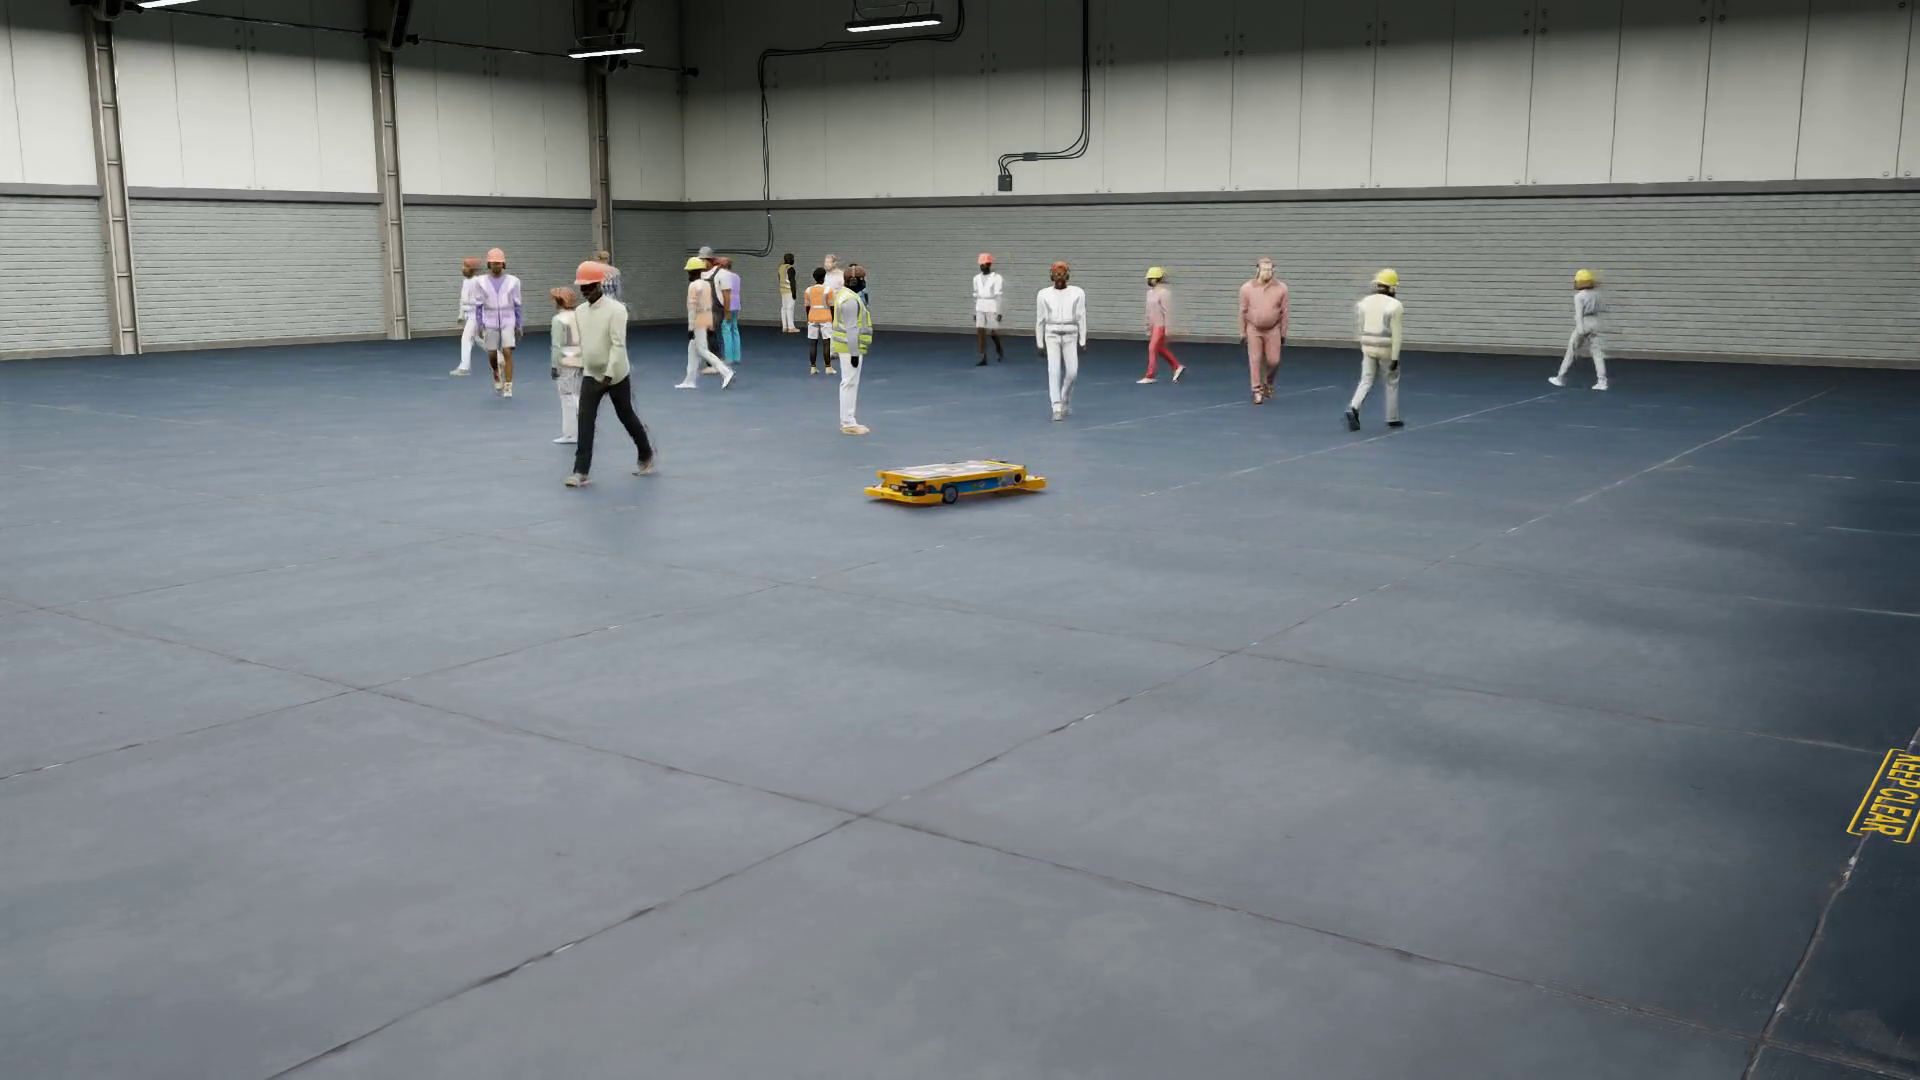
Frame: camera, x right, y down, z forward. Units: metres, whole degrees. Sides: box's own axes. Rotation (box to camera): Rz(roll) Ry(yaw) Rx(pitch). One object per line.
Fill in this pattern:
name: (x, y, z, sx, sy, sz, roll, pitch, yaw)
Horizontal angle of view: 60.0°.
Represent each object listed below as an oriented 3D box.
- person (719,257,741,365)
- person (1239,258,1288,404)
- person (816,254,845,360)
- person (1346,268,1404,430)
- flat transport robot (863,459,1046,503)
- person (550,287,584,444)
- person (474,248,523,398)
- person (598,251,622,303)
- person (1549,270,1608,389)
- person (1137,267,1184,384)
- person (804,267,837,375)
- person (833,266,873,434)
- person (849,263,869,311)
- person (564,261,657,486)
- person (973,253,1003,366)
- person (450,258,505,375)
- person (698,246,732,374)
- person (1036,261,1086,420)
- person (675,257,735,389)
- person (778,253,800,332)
person: (-3.936, -3.896, 28.356, 0.373, 1.843, 0.570, 5, 11, 28)
person: (3.933, -2.708, 21.597, 0.643, 1.893, 0.462, 1, 10, 5)
person: (-2.301, -4.173, 29.791, 0.660, 1.886, 0.545, 6, 12, 32)
person: (4.652, -2.113, 18.504, 0.805, 1.803, 0.595, -10, 14, -43)
flat transport robot: (-0.034, -0.493, 13.703, 1.431, 0.197, 0.652, -8, 13, -39)
person: (-4.076, -1.802, 17.220, 0.361, 1.624, 0.541, 3, 10, 15)
person: (-6.240, -2.941, 22.540, 0.613, 2.026, 0.710, -2, 10, -12)
person: (-6.521, -4.344, 30.622, 0.629, 1.935, 0.379, 1, 10, 6)
person: (8.937, -3.008, 23.828, 0.492, 1.690, 0.929, -5, 11, -26)
person: (3.010, -3.196, 24.762, 0.811, 1.739, 0.533, -4, 11, -22)
person: (-2.201, -3.458, 26.319, 0.534, 1.698, 0.318, 4, 11, 21)
person: (-1.167, -2.063, 18.141, 0.430, 1.837, 0.631, -1, 10, -7)
person: (-2.134, -4.759, 33.654, 0.533, 1.677, 0.671, -4, 11, -19)
person: (-3.063, -1.466, 14.534, 0.581, 1.938, 1.073, 5, 11, 24)
person: (0.483, -3.927, 28.328, 0.556, 1.917, 0.601, 6, 12, 29)
person: (-7.675, -3.550, 26.444, 0.944, 1.849, 0.583, -7, 12, -33)
person: (-4.011, -3.633, 26.337, 0.711, 2.000, 0.607, 6, 12, 30)
person: (1.186, -2.336, 19.550, 0.606, 1.868, 0.432, 0, 10, 0)
person: (-3.645, -3.084, 23.698, 0.899, 1.896, 0.592, 2, 10, 12)
person: (-4.002, -5.798, 39.023, 0.430, 1.845, 0.619, -6, 12, -31)
